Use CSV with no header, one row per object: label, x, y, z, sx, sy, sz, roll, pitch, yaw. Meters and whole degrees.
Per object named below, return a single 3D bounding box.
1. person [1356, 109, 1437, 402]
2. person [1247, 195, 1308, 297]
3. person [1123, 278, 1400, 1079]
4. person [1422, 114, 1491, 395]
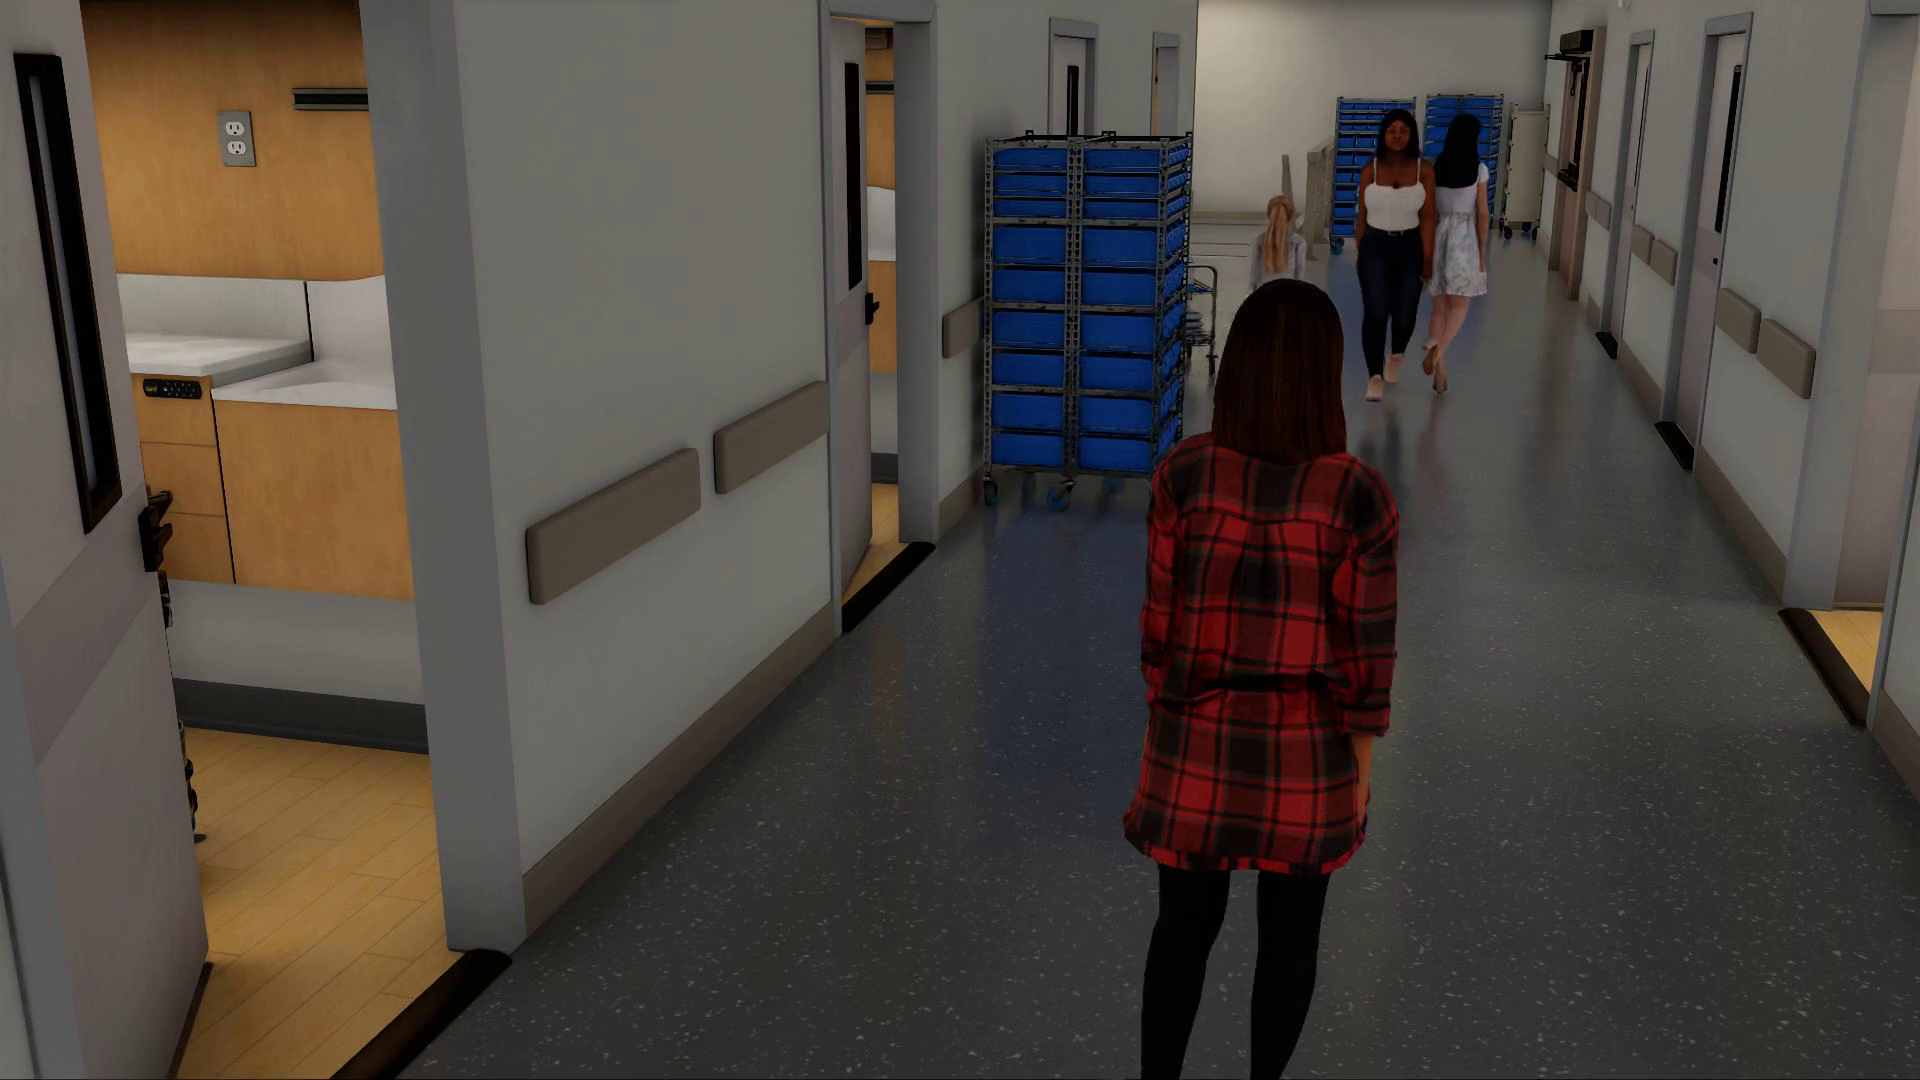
person,2.736,-1.774,10.506,0.651,1.765,1.193,3,16,12
person,2.006,-1.540,10.599,0.531,1.257,0.755,3,16,12
person,0.483,0.410,2.899,0.690,1.689,0.935,7,17,23
person,3.071,-1.751,10.439,0.763,1.756,1.021,8,18,27
